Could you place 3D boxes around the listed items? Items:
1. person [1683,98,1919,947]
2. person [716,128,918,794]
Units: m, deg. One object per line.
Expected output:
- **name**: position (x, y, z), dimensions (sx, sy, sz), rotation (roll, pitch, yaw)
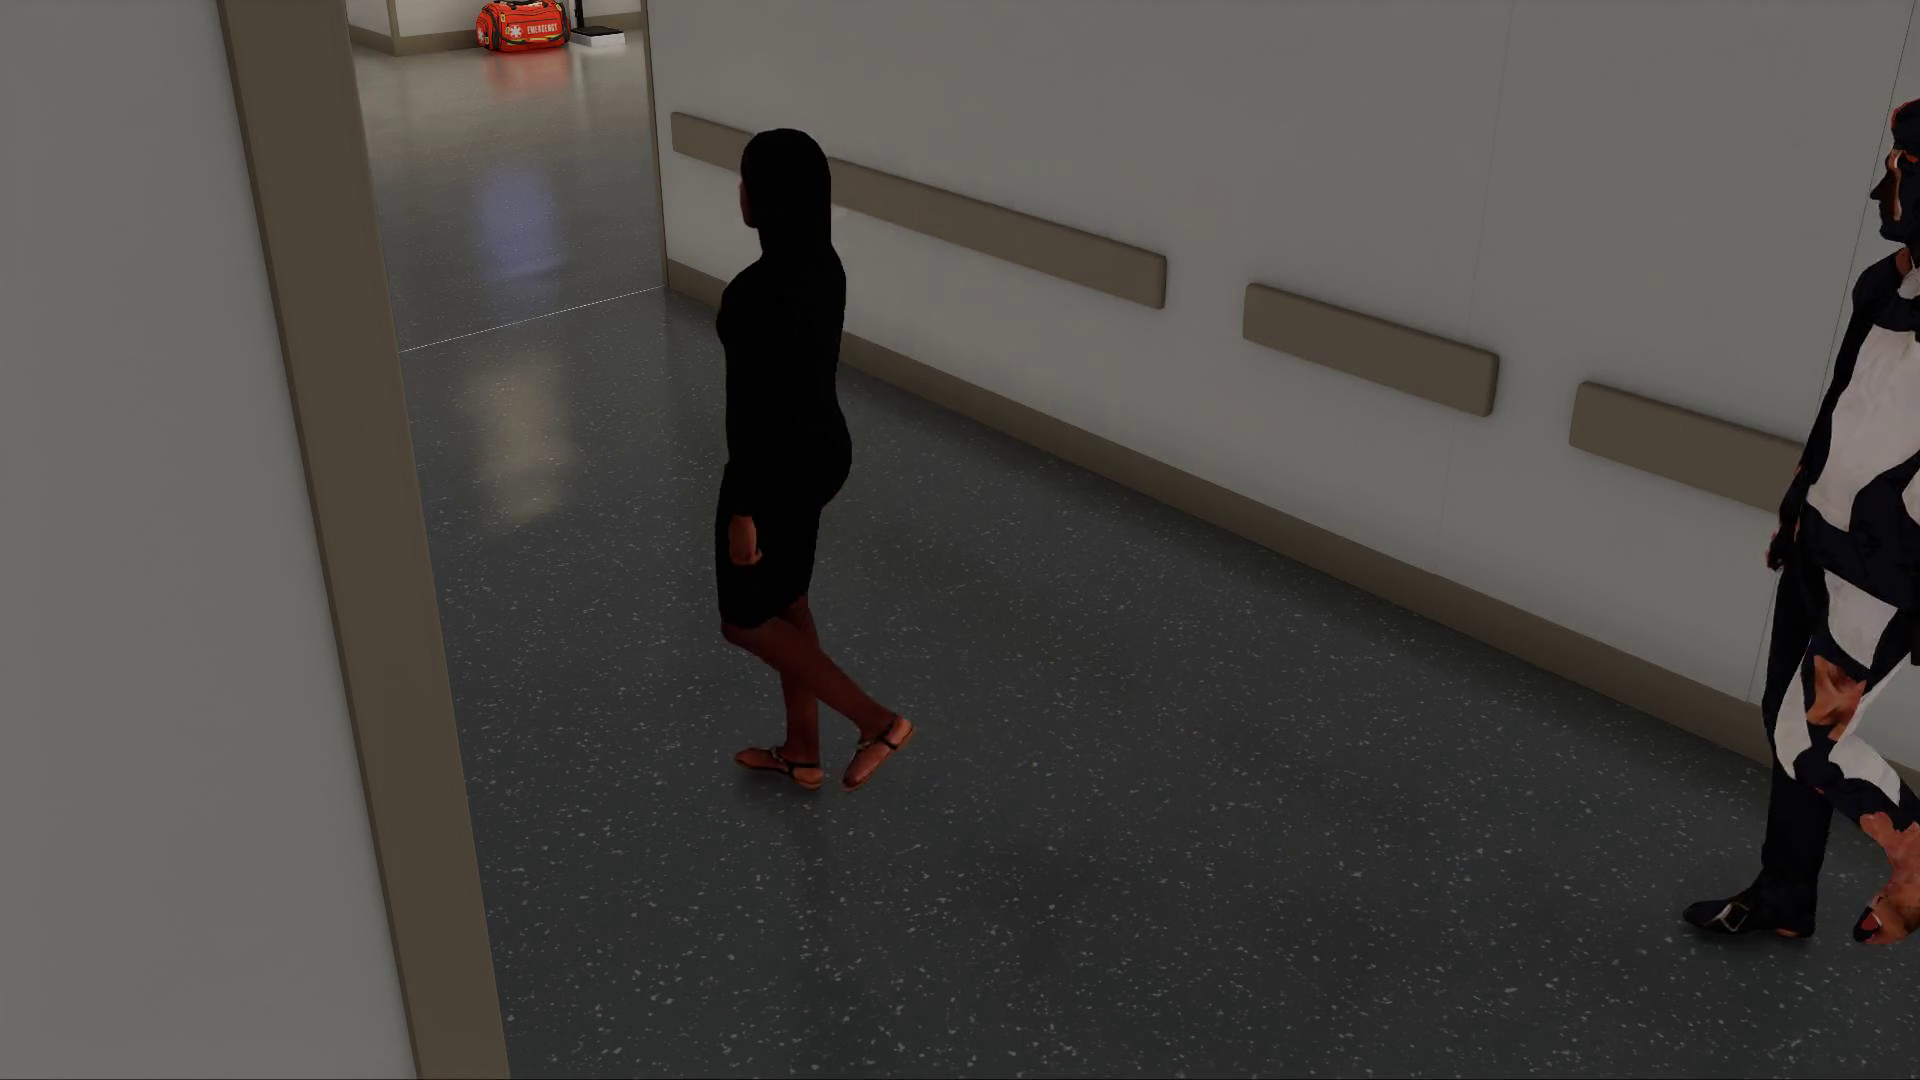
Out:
- **person**: position (1.978, 0.055, 3.451), dimensions (0.976, 1.873, 0.914), rotation (-1, 26, -2)
- **person**: position (-0.344, -0.098, 3.957), dimensions (0.873, 1.708, 0.848), rotation (9, 27, 19)
